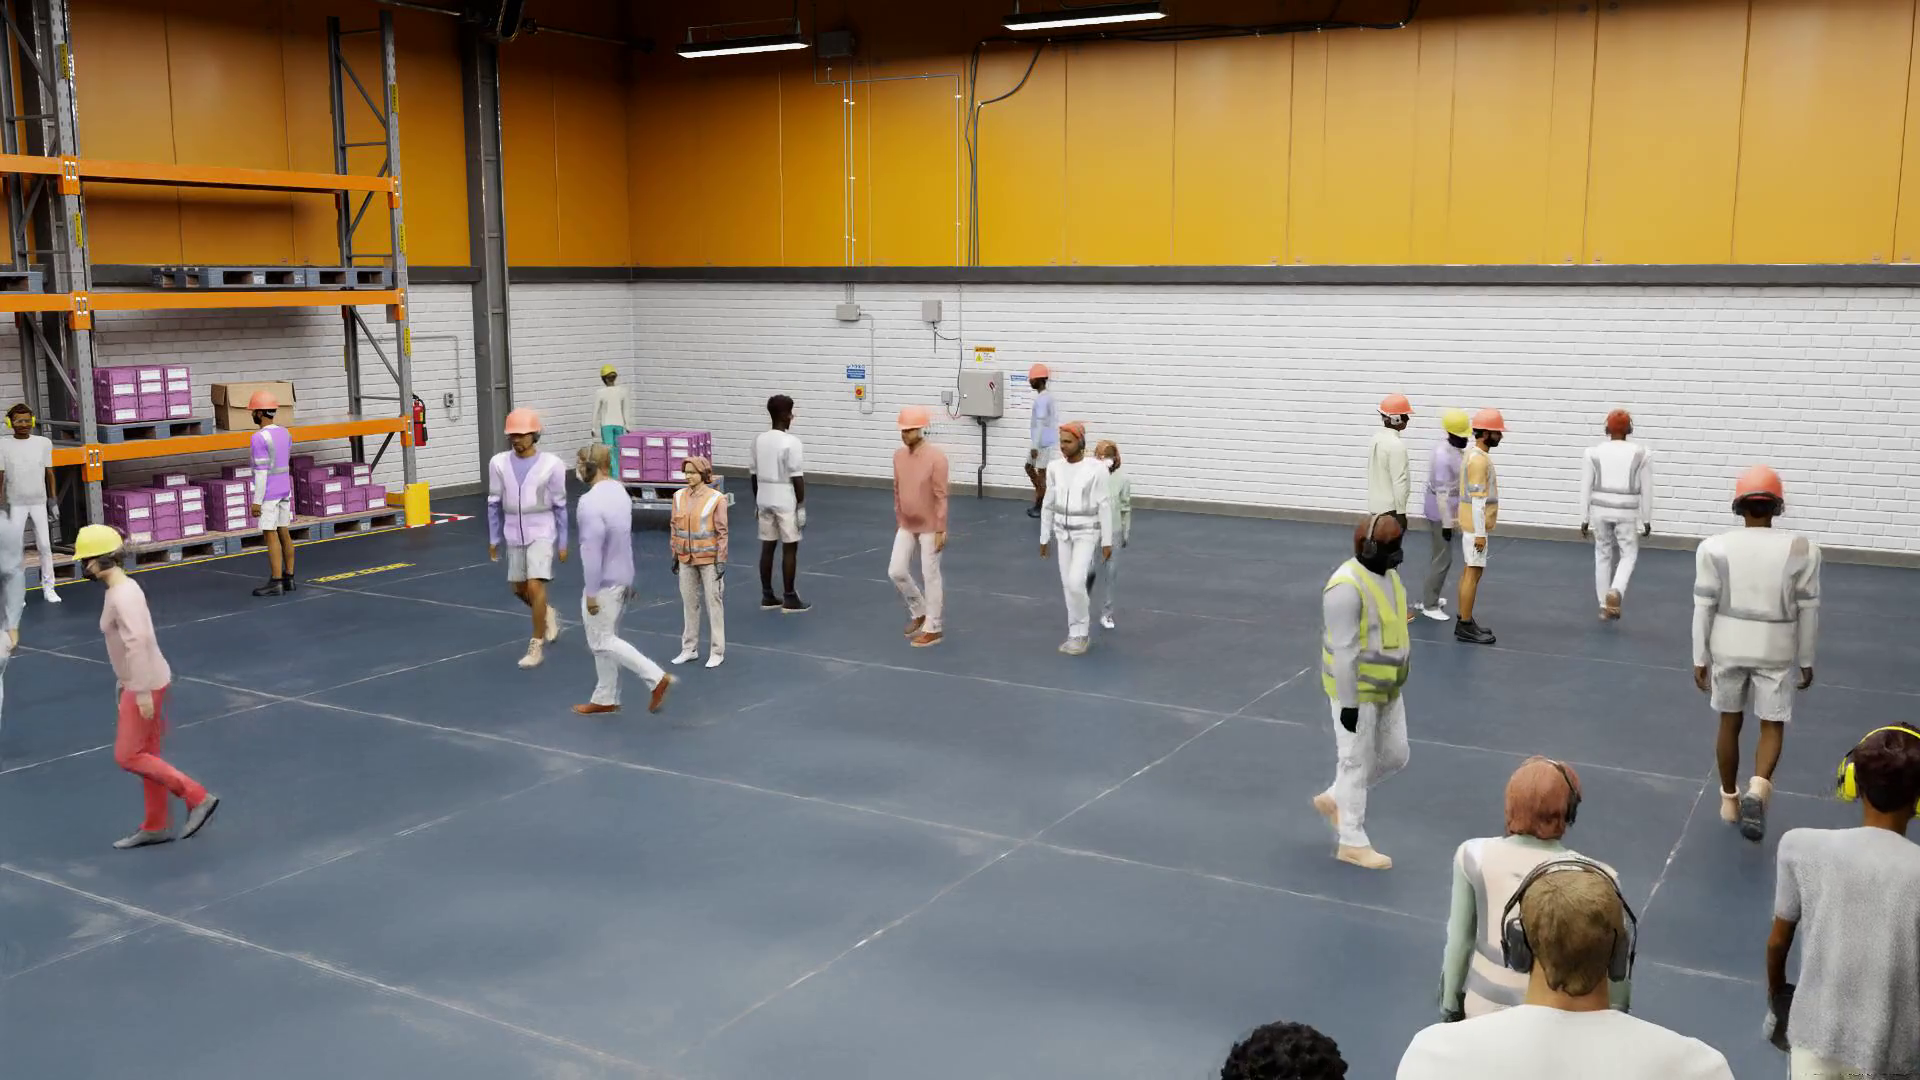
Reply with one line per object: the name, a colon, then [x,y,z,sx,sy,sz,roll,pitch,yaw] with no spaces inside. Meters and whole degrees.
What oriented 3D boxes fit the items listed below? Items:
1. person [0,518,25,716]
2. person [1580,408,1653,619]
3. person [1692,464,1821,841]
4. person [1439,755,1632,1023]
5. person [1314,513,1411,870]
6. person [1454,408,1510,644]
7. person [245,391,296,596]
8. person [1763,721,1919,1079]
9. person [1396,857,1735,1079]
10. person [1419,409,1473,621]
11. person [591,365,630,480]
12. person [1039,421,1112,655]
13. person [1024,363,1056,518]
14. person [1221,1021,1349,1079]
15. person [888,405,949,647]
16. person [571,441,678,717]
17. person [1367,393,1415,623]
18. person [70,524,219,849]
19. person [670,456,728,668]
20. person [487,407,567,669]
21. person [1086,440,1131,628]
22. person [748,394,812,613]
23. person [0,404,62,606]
person: [-5.905,0.521,9.903,0.618,1.876,1.043,-5,11,-31]
person: [5.678,-0.205,14.434,0.591,1.869,0.624,5,10,29]
person: [4.228,0.607,8.893,0.616,2.027,0.765,5,10,28]
person: [1.729,1.447,5.030,0.523,1.587,0.895,7,12,39]
person: [2.062,0.766,8.518,0.464,1.832,0.639,8,12,41]
person: [4.297,-0.121,13.703,0.369,1.933,0.553,2,9,13]
person: [-6.506,-0.437,15.666,0.354,1.939,0.545,1,9,6]
person: [2.507,1.389,4.614,0.528,1.825,0.950,7,11,36]
person: [1.142,1.558,3.219,0.635,1.936,0.354,1,9,6]
person: [4.266,-0.234,14.605,0.479,1.875,0.727,4,10,24]
person: [-4.981,-1.622,23.695,0.543,1.744,0.670,-7,12,-38]
person: [0.879,-0.005,13.184,0.617,1.864,0.547,7,12,38]
person: [0.945,-1.223,20.607,0.496,1.924,0.569,1,9,9]
person: [0.483,1.708,3.203,0.696,1.664,0.616,-4,10,-21]
person: [-0.332,-0.107,13.494,0.631,1.980,0.433,8,12,39]
person: [-2.291,0.290,11.202,0.710,1.915,0.649,1,9,9]
person: [3.750,-0.280,14.514,0.377,1.995,0.608,-2,9,-10]
person: [-4.308,0.771,8.718,0.532,1.739,0.532,-4,10,-25]
person: [-2.011,0.165,12.842,0.514,1.641,0.309,4,10,25]
person: [-3.344,-0.050,13.036,0.618,2.016,0.822,2,9,9]
person: [1.216,-0.069,14.330,0.519,1.618,0.457,-1,9,-9]
person: [-1.613,-0.328,14.904,0.610,1.964,0.364,7,11,36]
person: [-8.534,-0.321,15.222,0.509,1.855,0.318,-8,12,-40]
